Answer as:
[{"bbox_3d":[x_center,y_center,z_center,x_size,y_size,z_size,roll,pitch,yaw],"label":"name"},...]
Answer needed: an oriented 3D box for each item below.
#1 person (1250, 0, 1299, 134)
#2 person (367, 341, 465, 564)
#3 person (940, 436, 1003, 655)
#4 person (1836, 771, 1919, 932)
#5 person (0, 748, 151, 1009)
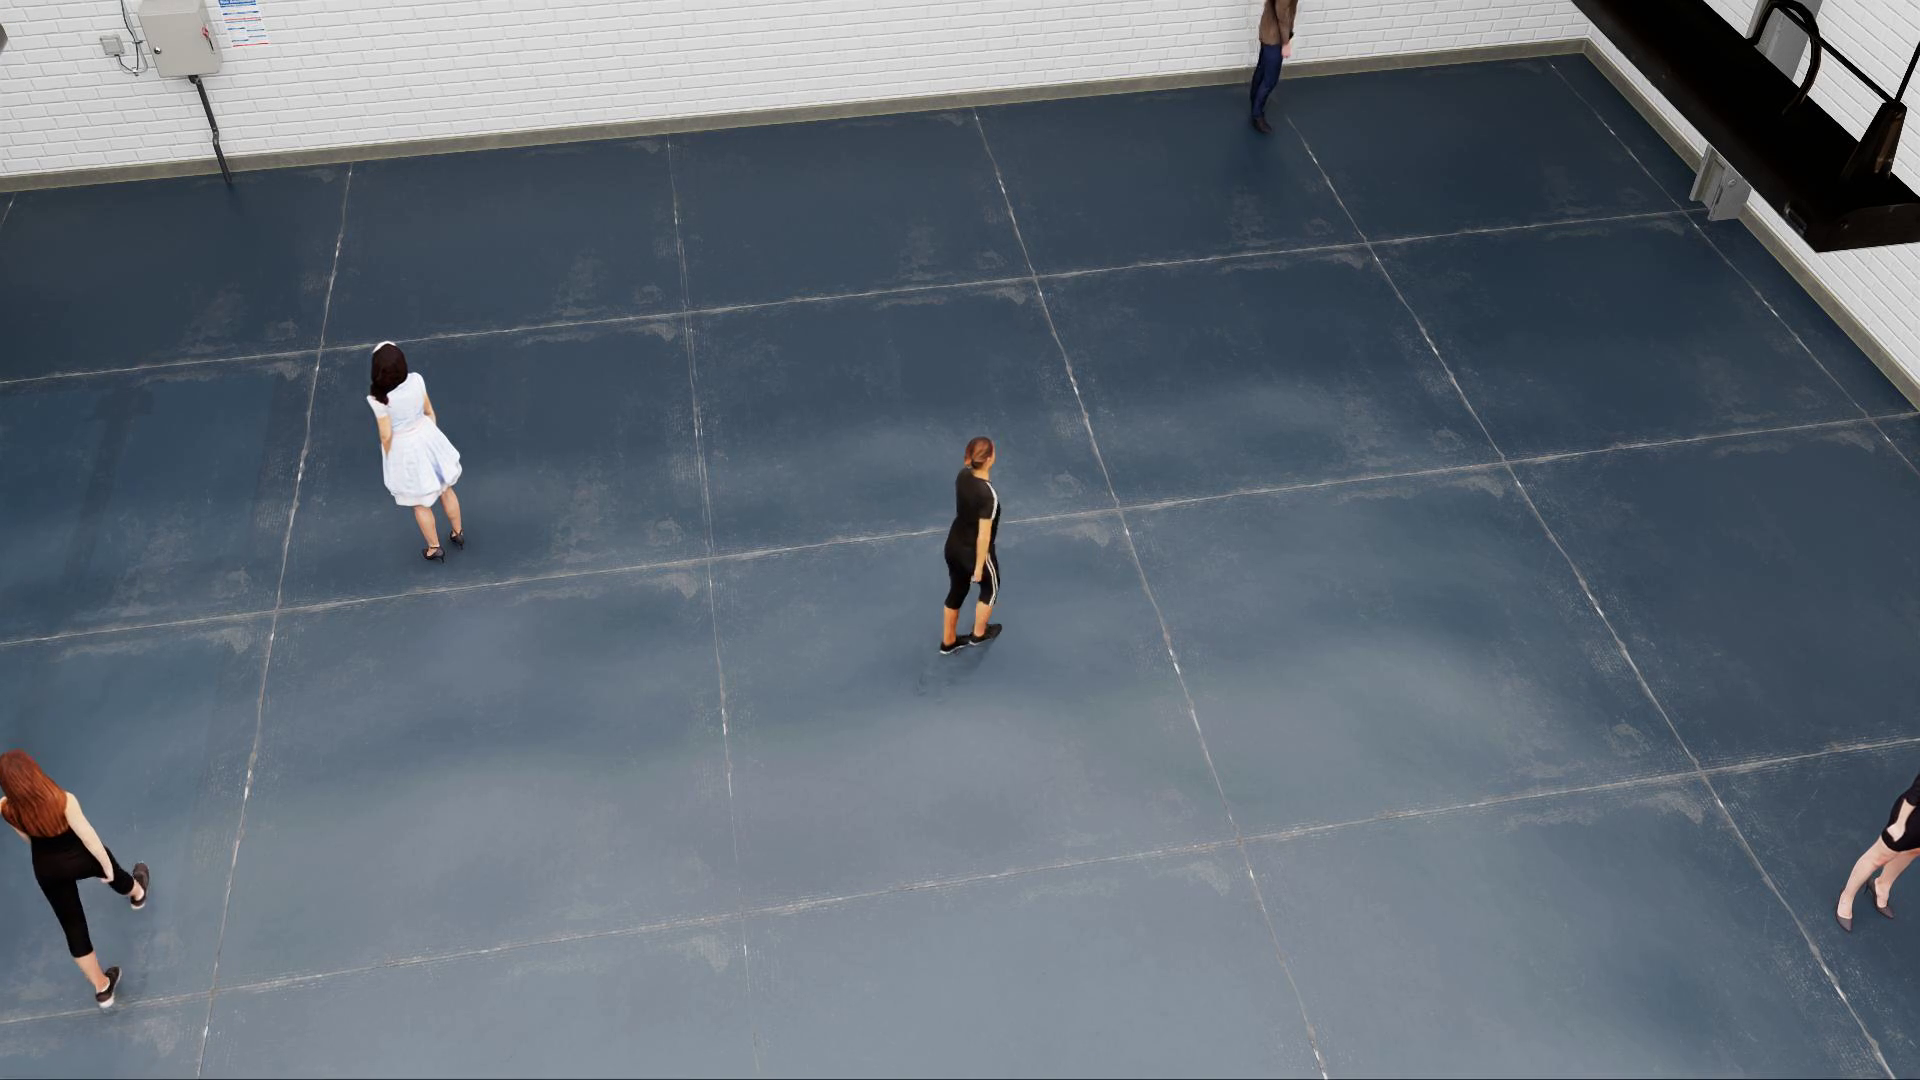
[{"bbox_3d":[2.929,-4.792,15.621,0.959,1.855,0.641,-5,44,-5],"label":"person"},{"bbox_3d":[-3.665,-0.580,11.227,0.905,1.818,0.854,34,53,30],"label":"person"},{"bbox_3d":[0.032,0.106,10.644,0.810,1.628,0.766,-18,47,-18],"label":"person"},{"bbox_3d":[5.252,1.500,9.052,0.602,1.807,0.503,-9,44,-10],"label":"person"},{"bbox_3d":[-4.746,1.804,8.824,0.583,1.680,1.138,-8,44,-8],"label":"person"}]
